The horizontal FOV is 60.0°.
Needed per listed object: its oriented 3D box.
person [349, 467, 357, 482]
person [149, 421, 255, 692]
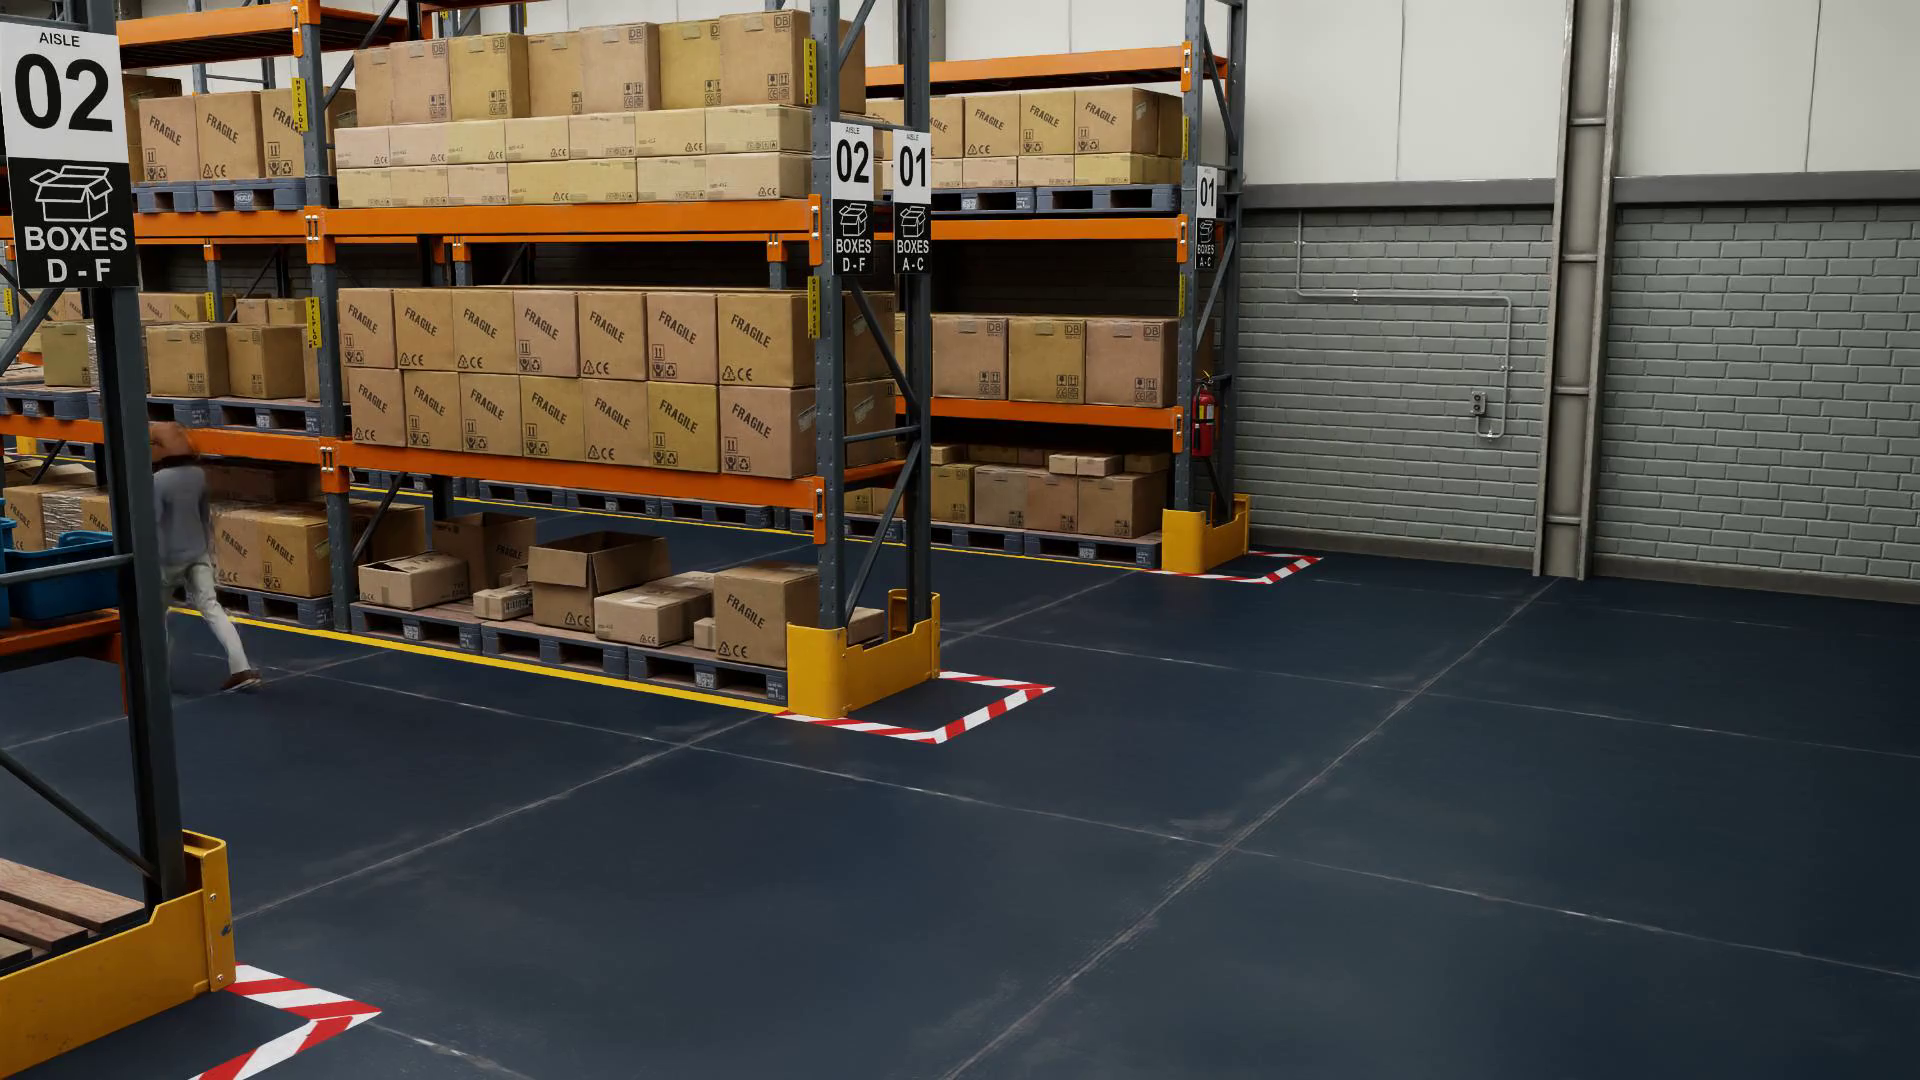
[{"bbox_3d":[-5.246,-0.786,13.756,0.361,1.964,0.613,9,13,42],"label":"person"},{"bbox_3d":[-4.490,0.105,9.631,0.839,1.593,0.513,3,10,18],"label":"person"}]
